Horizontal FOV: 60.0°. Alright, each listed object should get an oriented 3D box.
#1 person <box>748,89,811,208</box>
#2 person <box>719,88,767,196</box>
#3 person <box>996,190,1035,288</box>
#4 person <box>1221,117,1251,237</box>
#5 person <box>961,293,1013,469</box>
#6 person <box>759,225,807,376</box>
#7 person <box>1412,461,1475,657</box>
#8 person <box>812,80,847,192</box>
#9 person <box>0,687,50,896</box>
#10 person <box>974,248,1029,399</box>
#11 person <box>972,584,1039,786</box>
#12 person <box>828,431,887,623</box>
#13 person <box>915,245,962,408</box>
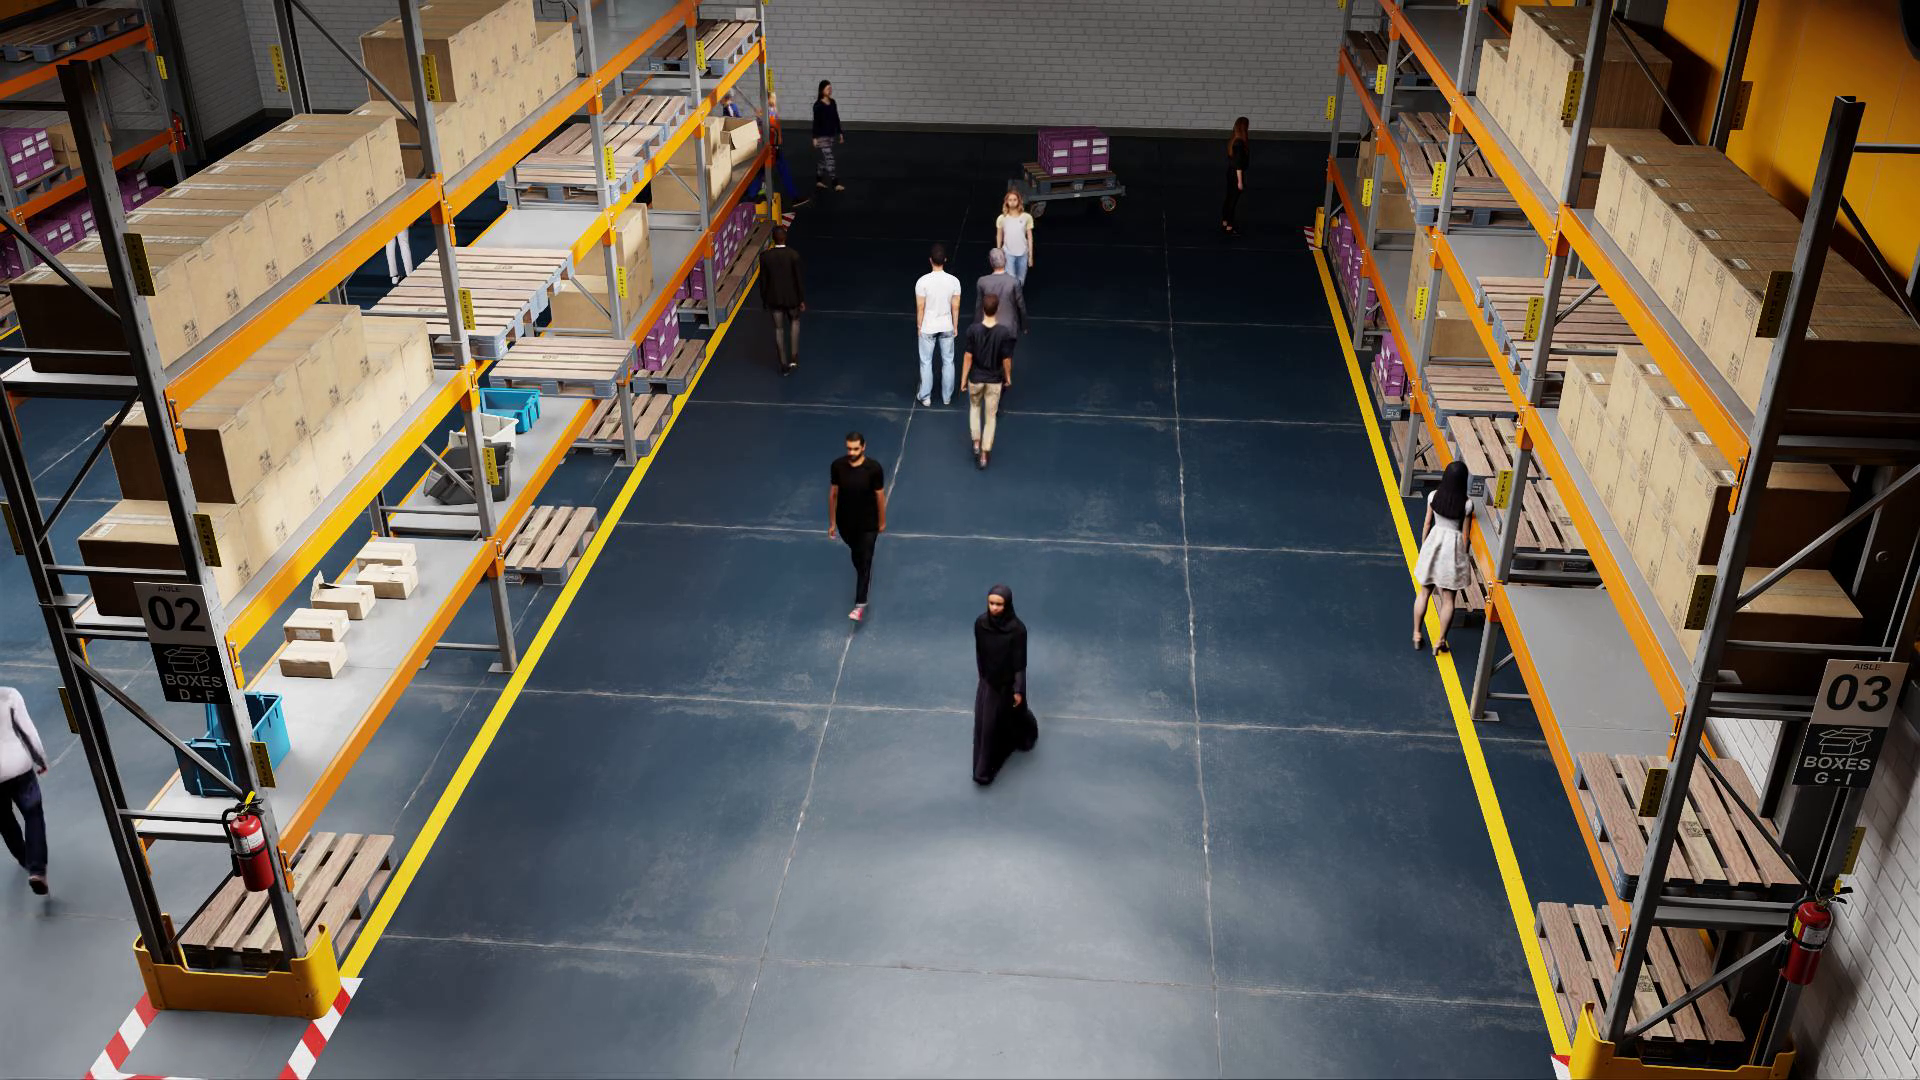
[{"bbox_3d":[-2.958,-5.878,25.120,0.991,1.805,1.253,11,30,19],"label":"person"},{"bbox_3d":[-3.370,-6.050,25.457,1.072,1.784,1.185,-9,30,-15],"label":"person"},{"bbox_3d":[0.696,-3.606,21.061,0.725,1.703,1.068,-1,29,-2],"label":"person"},{"bbox_3d":[3.982,-5.290,24.144,0.696,1.706,0.512,-2,29,-4],"label":"person"},{"bbox_3d":[0.267,-1.612,17.272,0.686,1.831,0.803,2,29,3],"label":"person"},{"bbox_3d":[-2.069,-2.774,19.444,0.727,1.791,0.743,-1,29,-3],"label":"person"},{"bbox_3d":[4.105,0.149,14.108,0.776,1.769,0.799,18,34,30],"label":"person"},{"bbox_3d":[-2.169,-6.354,26.092,0.986,1.709,0.984,21,35,34],"label":"person"},{"bbox_3d":[-6.555,1.611,11.369,1.028,1.827,1.234,-12,31,-20],"label":"person"},{"bbox_3d":[0.440,-2.324,18.608,0.935,1.801,1.230,9,30,16],"label":"person"},{"bbox_3d":[0.364,1.026,12.680,0.844,1.596,1.150,11,31,20],"label":"person"},{"bbox_3d":[-0.892,-0.195,14.798,0.729,1.712,1.156,6,29,11],"label":"person"},{"bbox_3d":[-0.261,-2.403,18.689,0.748,1.864,0.710,-8,30,-14],"label":"person"}]
